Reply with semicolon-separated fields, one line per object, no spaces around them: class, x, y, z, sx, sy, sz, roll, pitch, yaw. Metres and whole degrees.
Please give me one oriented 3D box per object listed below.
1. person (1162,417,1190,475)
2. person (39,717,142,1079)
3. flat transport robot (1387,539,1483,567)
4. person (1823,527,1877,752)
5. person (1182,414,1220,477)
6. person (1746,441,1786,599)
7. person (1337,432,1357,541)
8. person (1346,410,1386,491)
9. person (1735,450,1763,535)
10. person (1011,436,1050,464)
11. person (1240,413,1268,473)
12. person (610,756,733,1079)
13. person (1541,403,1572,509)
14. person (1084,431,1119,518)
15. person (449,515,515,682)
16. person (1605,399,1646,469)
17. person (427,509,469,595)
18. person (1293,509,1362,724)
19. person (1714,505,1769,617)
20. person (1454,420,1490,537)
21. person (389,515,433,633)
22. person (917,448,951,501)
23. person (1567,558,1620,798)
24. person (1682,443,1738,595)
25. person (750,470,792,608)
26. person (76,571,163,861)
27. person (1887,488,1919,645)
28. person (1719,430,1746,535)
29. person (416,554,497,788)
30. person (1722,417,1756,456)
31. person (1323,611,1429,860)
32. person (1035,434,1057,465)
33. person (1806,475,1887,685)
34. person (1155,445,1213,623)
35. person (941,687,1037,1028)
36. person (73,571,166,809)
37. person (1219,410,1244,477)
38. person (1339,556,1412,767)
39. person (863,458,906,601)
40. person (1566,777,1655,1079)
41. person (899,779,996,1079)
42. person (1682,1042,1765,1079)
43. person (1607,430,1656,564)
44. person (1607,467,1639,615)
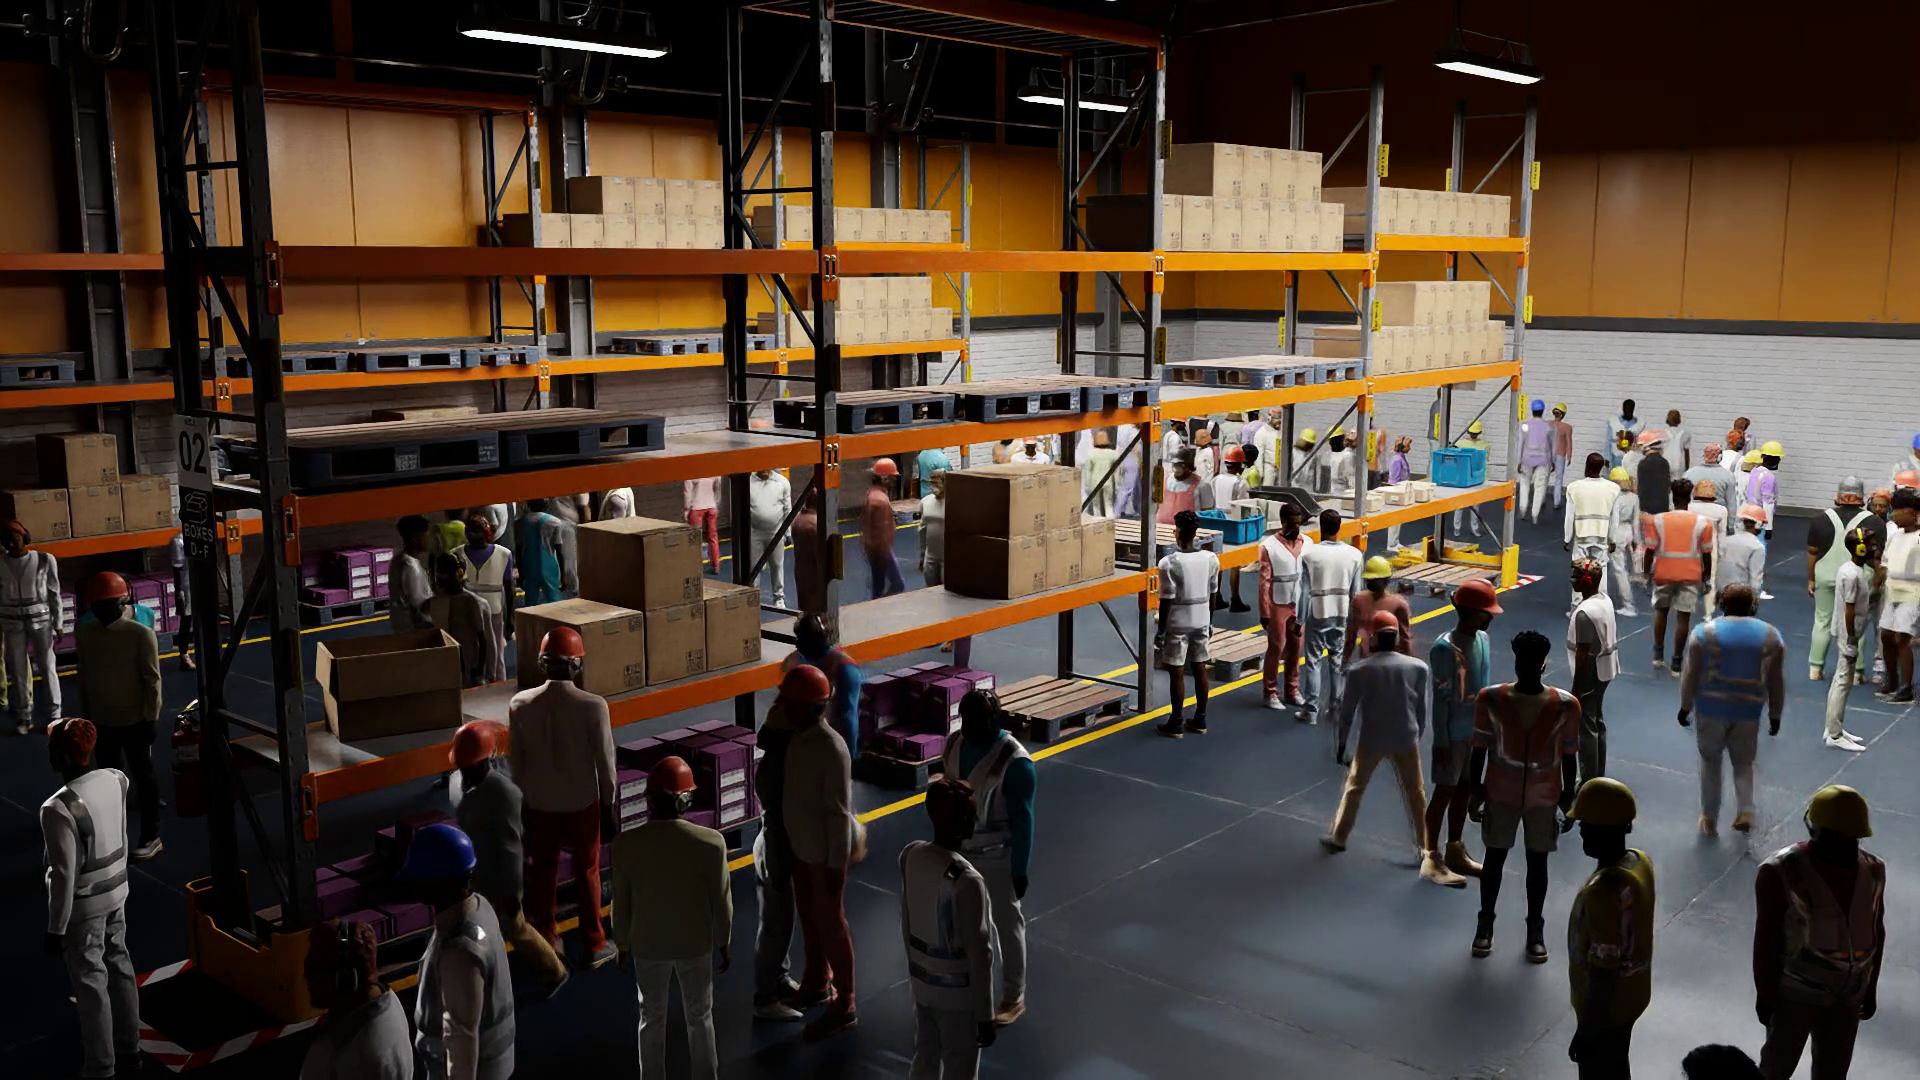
person;3.152;-0.951;24.323;0.388;1.926;0.549;0;10;-1
person;-4.265;1.780;8.129;0.355;1.883;0.575;1;10;4
flat transport robot;6.428;0.184;22.460;0.652;0.197;1.431;9;13;43
person;7.463;0.817;13.905;0.324;1.876;0.526;4;10;25
person;3.688;-1.193;25.459;0.617;2.028;0.410;5;11;28
person;9.696;-0.239;20.083;0.398;1.920;0.586;1;10;8
person;5.614;-0.753;24.012;0.315;1.631;0.513;7;12;34
person;6.210;-1.127;25.520;0.608;1.878;0.997;6;11;31
person;9.808;-0.251;20.667;0.301;1.745;0.483;2;10;11
person;0.967;-0.644;22.983;0.571;1.751;0.329;-1;10;-4
person;4.853;-1.478;27.639;0.604;1.887;0.937;-2;10;-10
person;-1.362;1.885;7.902;0.573;1.744;0.343;-1;10;-4
person;9.827;-1.387;27.429;0.532;1.755;0.342;8;12;38
person;2.069;-0.782;24.222;0.506;1.618;0.434;-1;10;-4
person;-4.260;0.676;14.836;0.567;1.841;0.375;-1;10;-8
person;10.785;-1.370;26.999;0.624;1.882;0.899;3;10;17
person;-5.212;0.355;17.221;0.553;1.675;0.365;-1;10;-5
person;3.238;0.679;14.643;0.598;1.907;0.409;-2;10;-14
person;7.578;0.520;16.208;0.633;1.708;0.610;0;10;-2
person;7.565;-0.914;24.593;0.524;1.759;0.337;0;10;2
person;-4.626;0.757;14.070;0.372;1.947;0.656;-6;11;-30
person;-0.303;-0.528;21.873;0.399;1.899;0.646;-5;11;-29
person;4.792;1.052;12.633;0.392;1.836;0.561;6;11;33
person;8.997;-0.217;19.975;0.640;1.910;0.407;9;13;43
person;-2.261;-0.091;19.256;0.644;1.900;0.399;-2;10;-11
person;-5.722;1.192;11.303;0.611;1.996;0.378;2;10;12
person;9.971;0.289;17.645;0.484;1.672;0.553;-8;12;-40
person;10.118;-0.517;21.884;0.348;1.876;0.568;-3;10;-16
person;-3.868;1.010;12.866;0.590;1.837;0.404;-1;10;-3
person;12.227;-1.115;26.135;0.307;1.639;0.525;-9;13;-42
person;2.866;1.340;11.331;0.721;1.700;0.500;1;10;6
person;1.392;-1.378;27.114;0.393;1.838;0.561;-1;10;-7
person;8.565;0.368;16.091;0.683;2.000;0.535;7;12;37
person;2.444;-0.051;18.591;0.673;2.000;0.536;5;11;27
person;0.130;1.674;8.911;0.431;1.838;0.636;-8;13;-41
person;-6.174;1.122;12.220;0.390;1.836;0.561;8;13;41
person;4.489;-1.362;27.349;0.490;1.730;0.324;4;10;20
person;3.341;0.978;13.412;0.912;1.714;0.551;-8;13;-41
person;-0.824;0.101;17.900;0.452;1.975;0.617;-3;10;-15
person;2.708;1.942;7.038;0.380;1.922;0.593;7;12;36
person;-0.037;1.943;7.159;0.355;1.883;0.575;-7;12;-35
person;2.423;2.376;5.188;0.545;1.671;0.360;-4;10;-24
person;9.076;-0.568;22.329;0.866;1.831;0.502;6;11;34
person;7.633;0.000;19.347;0.495;1.694;0.875;-4;10;-24
